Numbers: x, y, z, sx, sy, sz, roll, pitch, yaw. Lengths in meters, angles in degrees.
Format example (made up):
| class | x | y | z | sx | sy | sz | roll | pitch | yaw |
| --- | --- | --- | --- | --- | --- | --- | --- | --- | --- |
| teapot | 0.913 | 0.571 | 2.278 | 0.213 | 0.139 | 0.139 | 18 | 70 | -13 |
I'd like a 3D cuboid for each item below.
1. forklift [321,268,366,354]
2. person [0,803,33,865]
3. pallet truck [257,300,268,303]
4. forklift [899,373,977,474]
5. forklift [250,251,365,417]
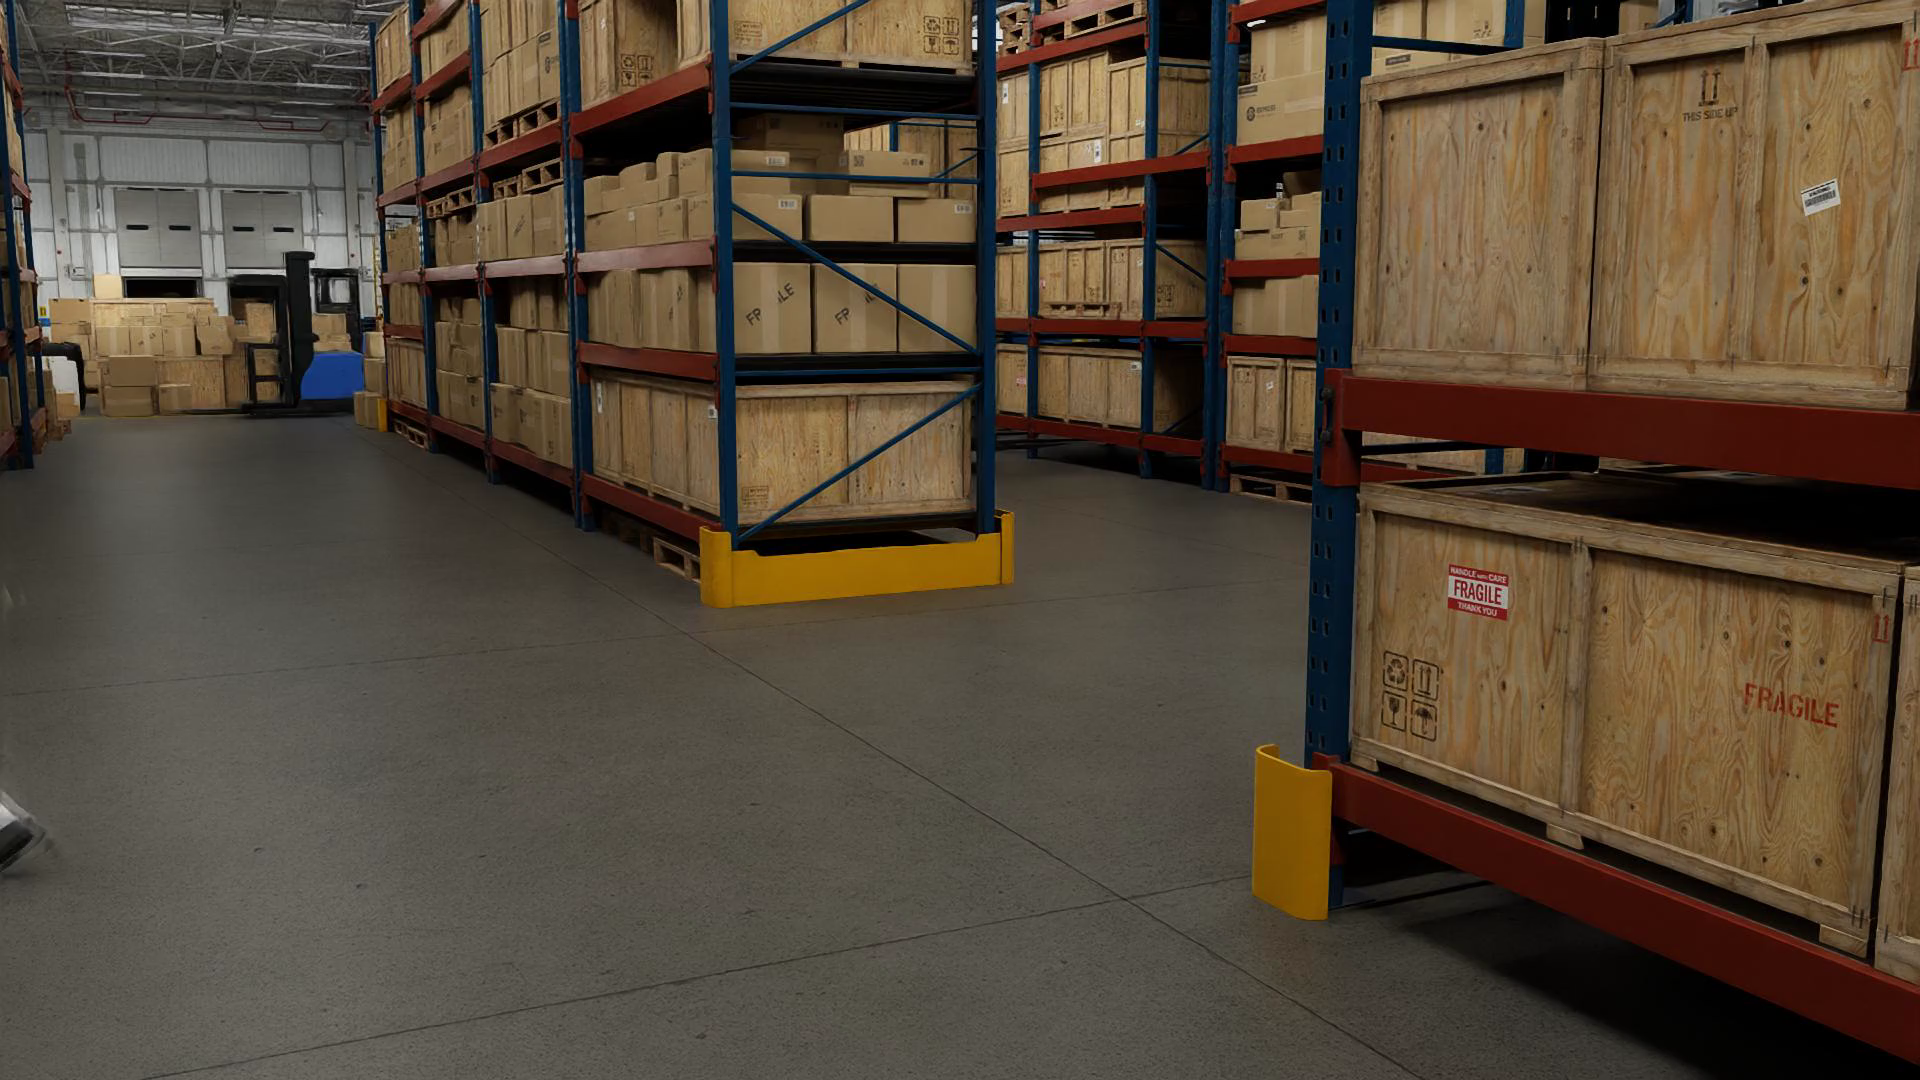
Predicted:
| class | x | y | z | sx | sy | sz | roll | pitch | yaw |
| --- | --- | --- | --- | --- | --- | --- | --- | --- | --- |
| forklift | -16.433 | -5.812 | 44.169 | 1.129 | 2.768 | 1.873 | -1 | 8 | -9 |
| person | -3.656 | 0.333 | 5.528 | 0.901 | 1.810 | 0.607 | -3 | 9 | -19 |
| pallet truck | -23.913 | -7.404 | 58.171 | 1.885 | 1.965 | 0.823 | -1 | 8 | -9 |
| forklift | -0.780 | -2.131 | 18.786 | 1.873 | 2.768 | 1.129 | -4 | 9 | -23 |
| forklift | -11.317 | -3.558 | 28.623 | 1.873 | 2.768 | 1.129 | -4 | 9 | -26 |
